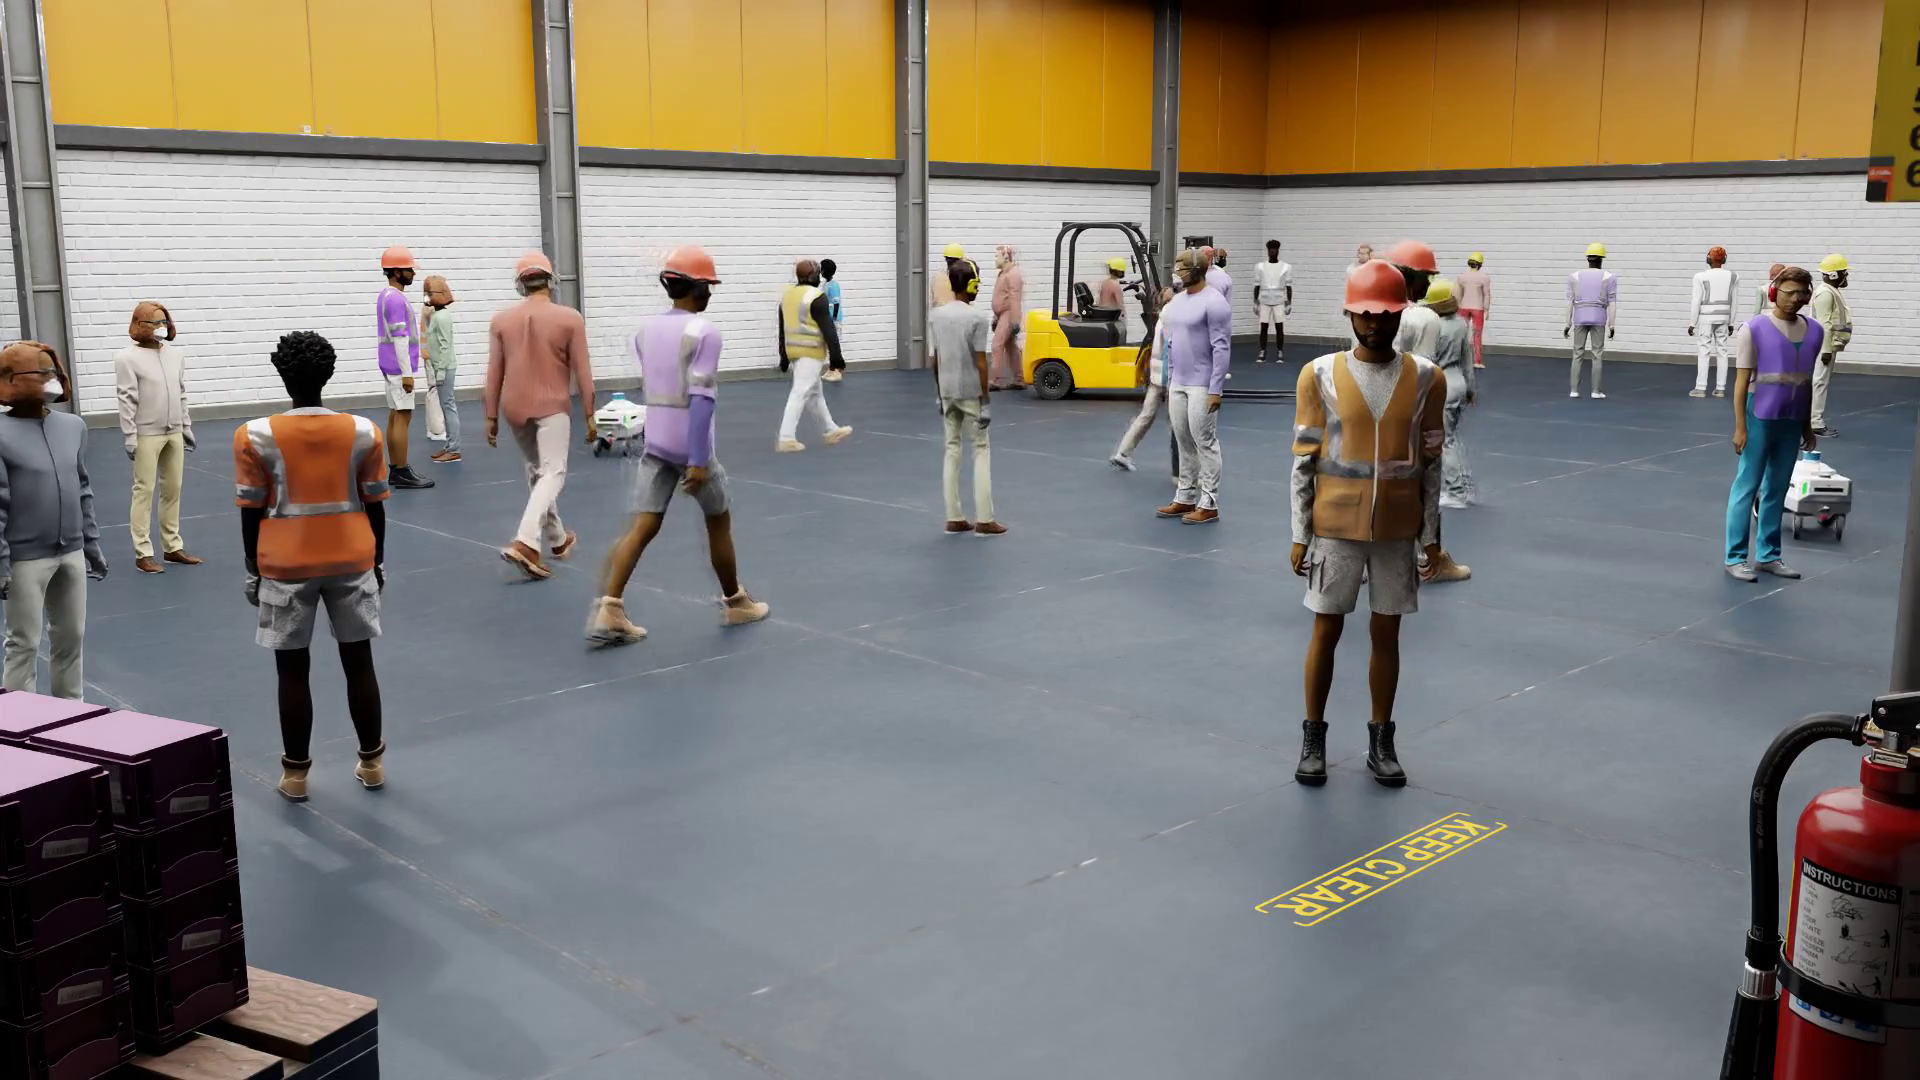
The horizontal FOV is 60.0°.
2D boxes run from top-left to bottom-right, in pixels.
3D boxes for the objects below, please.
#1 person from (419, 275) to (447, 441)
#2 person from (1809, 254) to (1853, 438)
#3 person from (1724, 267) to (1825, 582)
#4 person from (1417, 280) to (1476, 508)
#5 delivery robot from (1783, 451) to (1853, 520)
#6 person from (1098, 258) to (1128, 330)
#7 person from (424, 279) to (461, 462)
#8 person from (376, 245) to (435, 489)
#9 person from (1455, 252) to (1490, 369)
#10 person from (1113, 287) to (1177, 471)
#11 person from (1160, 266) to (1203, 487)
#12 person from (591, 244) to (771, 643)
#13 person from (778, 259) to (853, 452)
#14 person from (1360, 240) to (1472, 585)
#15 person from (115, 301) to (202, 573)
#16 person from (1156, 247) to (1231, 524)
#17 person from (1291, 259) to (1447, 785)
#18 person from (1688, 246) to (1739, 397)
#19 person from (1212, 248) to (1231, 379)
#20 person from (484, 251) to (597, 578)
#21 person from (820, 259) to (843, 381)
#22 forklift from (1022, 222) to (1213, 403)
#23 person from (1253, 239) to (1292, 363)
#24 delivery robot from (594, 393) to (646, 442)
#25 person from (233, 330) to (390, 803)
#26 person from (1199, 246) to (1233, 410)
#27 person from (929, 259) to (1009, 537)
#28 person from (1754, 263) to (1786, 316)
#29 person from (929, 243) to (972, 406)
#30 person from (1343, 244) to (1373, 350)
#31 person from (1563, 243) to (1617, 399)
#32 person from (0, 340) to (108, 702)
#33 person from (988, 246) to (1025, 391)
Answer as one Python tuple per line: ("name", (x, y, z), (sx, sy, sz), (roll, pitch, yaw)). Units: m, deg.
("person", (-5.168, -1.788, 16.411), (0.313, 1.633, 0.519), (-5, 11, -23))
("person", (8.745, -1.952, 16.747), (0.404, 1.837, 0.589), (6, 12, 28))
("person", (4.784, -0.679, 9.799), (0.564, 1.838, 0.390), (-3, 11, -17))
("person", (3.597, -1.077, 12.351), (0.552, 1.694, 0.402), (-9, 14, -41))
("delivery robot", (5.784, -0.363, 11.324), (0.477, 0.478, 0.707), (1, 11, 7))
("person", (2.100, -2.979, 22.676), (0.934, 1.705, 0.540), (-4, 11, -19))
("person", (-4.650, -1.516, 14.920), (0.281, 1.634, 0.500), (-4, 11, -19))
("person", (-4.472, -1.381, 13.350), (0.361, 1.939, 0.542), (-5, 12, -27))
("person", (7.799, -3.486, 25.304), (0.528, 1.767, 0.330), (8, 13, 36))
("person", (1.723, -1.352, 14.132), (0.841, 1.598, 0.538), (-1, 10, -6))
("person", (1.823, -1.300, 13.307), (0.609, 1.804, 0.393), (-7, 12, -33))
("person", (-1.443, -0.480, 8.341), (0.630, 1.987, 1.071), (8, 13, 38))
("person", (-1.392, -1.748, 15.763), (0.967, 1.792, 0.629), (-8, 13, -36))
("person", (2.535, -0.713, 9.564), (0.952, 2.003, 0.624), (-5, 12, -27))
("person", (-4.853, -0.627, 10.071), (0.268, 1.632, 0.507), (4, 11, 20))
("person", (1.655, -1.080, 11.719), (0.353, 1.936, 0.633), (-5, 12, -26))
("person", (1.487, -0.046, 6.079), (0.551, 1.935, 0.375), (1, 10, 4))
("person", (9.420, -2.723, 20.825), (0.575, 1.882, 0.360), (0, 10, 0))
("person", (3.622, -3.205, 23.583), (0.430, 1.839, 0.619), (-4, 11, -22))
("person", (-2.556, -0.767, 10.058), (0.660, 1.941, 1.005), (2, 11, 11))
("person", (-1.796, -3.055, 23.133), (0.321, 1.699, 0.535), (-3, 11, -18))
("forklift", (1.935, -2.847, 20.651), (2.313, 2.155, 1.214), (2, 11, 13))
("person", (4.955, -3.782, 26.409), (0.619, 1.958, 0.381), (3, 11, 17))
("delivery robot", (-3.165, -1.127, 15.486), (0.477, 0.478, 0.707), (1, 11, 6))
("person", (-2.307, 0.096, 5.982), (0.529, 1.688, 0.321), (-7, 13, -34))
("person", (2.843, -2.457, 19.333), (0.639, 1.900, 0.401), (0, 10, 0))
("person", (0.030, -0.950, 11.227), (0.543, 1.861, 0.394), (7, 13, 35))
("person", (11.052, -2.923, 22.577), (0.511, 1.640, 0.308), (6, 12, 28))
("person", (-0.088, -2.535, 19.677), (0.594, 1.926, 0.367), (8, 13, 37))
("person", (6.365, -3.697, 26.131), (0.651, 1.895, 0.575), (7, 12, 33))
("person", (7.812, -2.707, 20.639), (0.626, 1.929, 0.396), (6, 12, 28))
("person", (-3.448, 0.068, 6.276), (0.280, 1.636, 0.500), (3, 11, 17))
("person", (0.503, -2.868, 21.644), (0.822, 1.875, 0.676), (-2, 11, -10))
